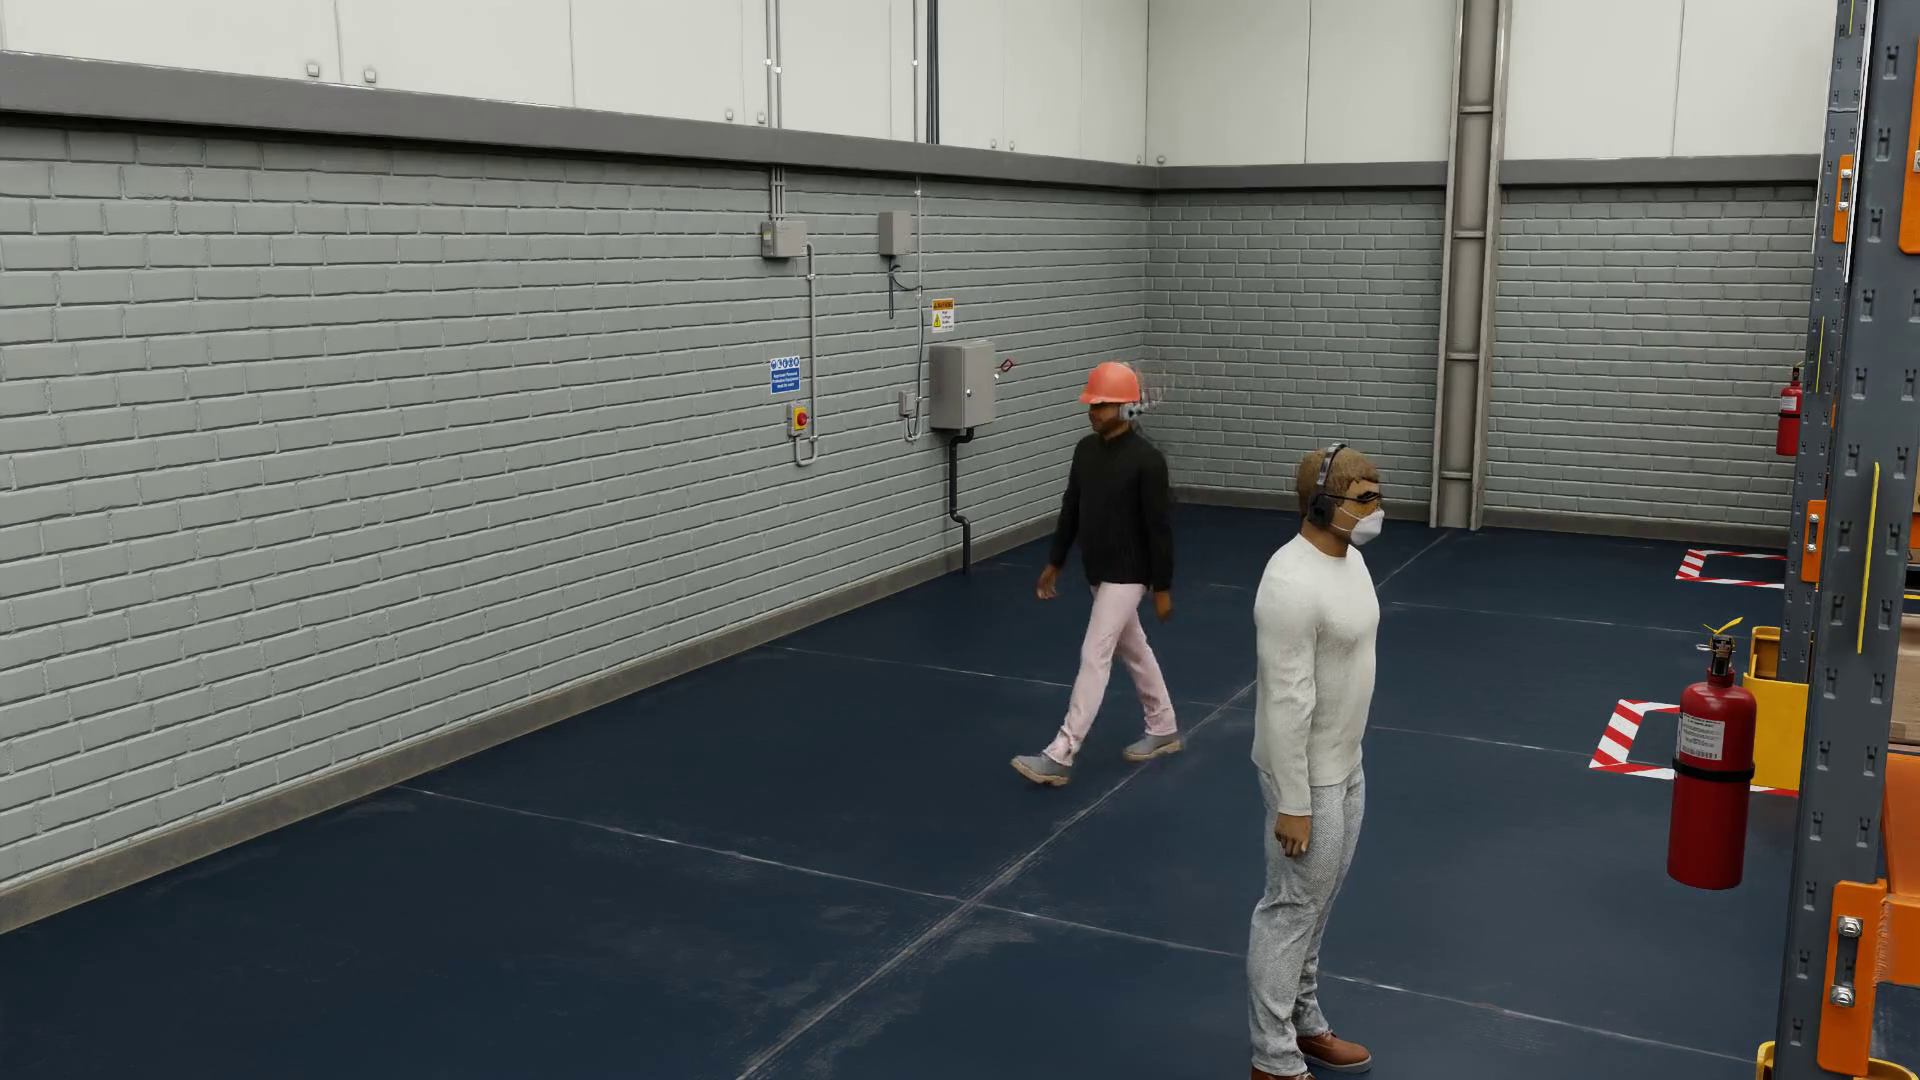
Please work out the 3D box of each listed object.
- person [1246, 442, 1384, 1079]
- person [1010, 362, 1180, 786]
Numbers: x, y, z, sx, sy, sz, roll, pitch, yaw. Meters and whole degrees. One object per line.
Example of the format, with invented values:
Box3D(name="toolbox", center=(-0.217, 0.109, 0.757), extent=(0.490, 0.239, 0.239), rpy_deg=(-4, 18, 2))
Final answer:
Box3D(name="person", center=(1.033, 0.679, 4.822), extent=(0.357, 1.937, 0.637), rpy_deg=(5, 12, 26))
Box3D(name="person", center=(0.674, 0.146, 7.740), extent=(1.040, 1.940, 0.617), rpy_deg=(-5, 12, -26))
